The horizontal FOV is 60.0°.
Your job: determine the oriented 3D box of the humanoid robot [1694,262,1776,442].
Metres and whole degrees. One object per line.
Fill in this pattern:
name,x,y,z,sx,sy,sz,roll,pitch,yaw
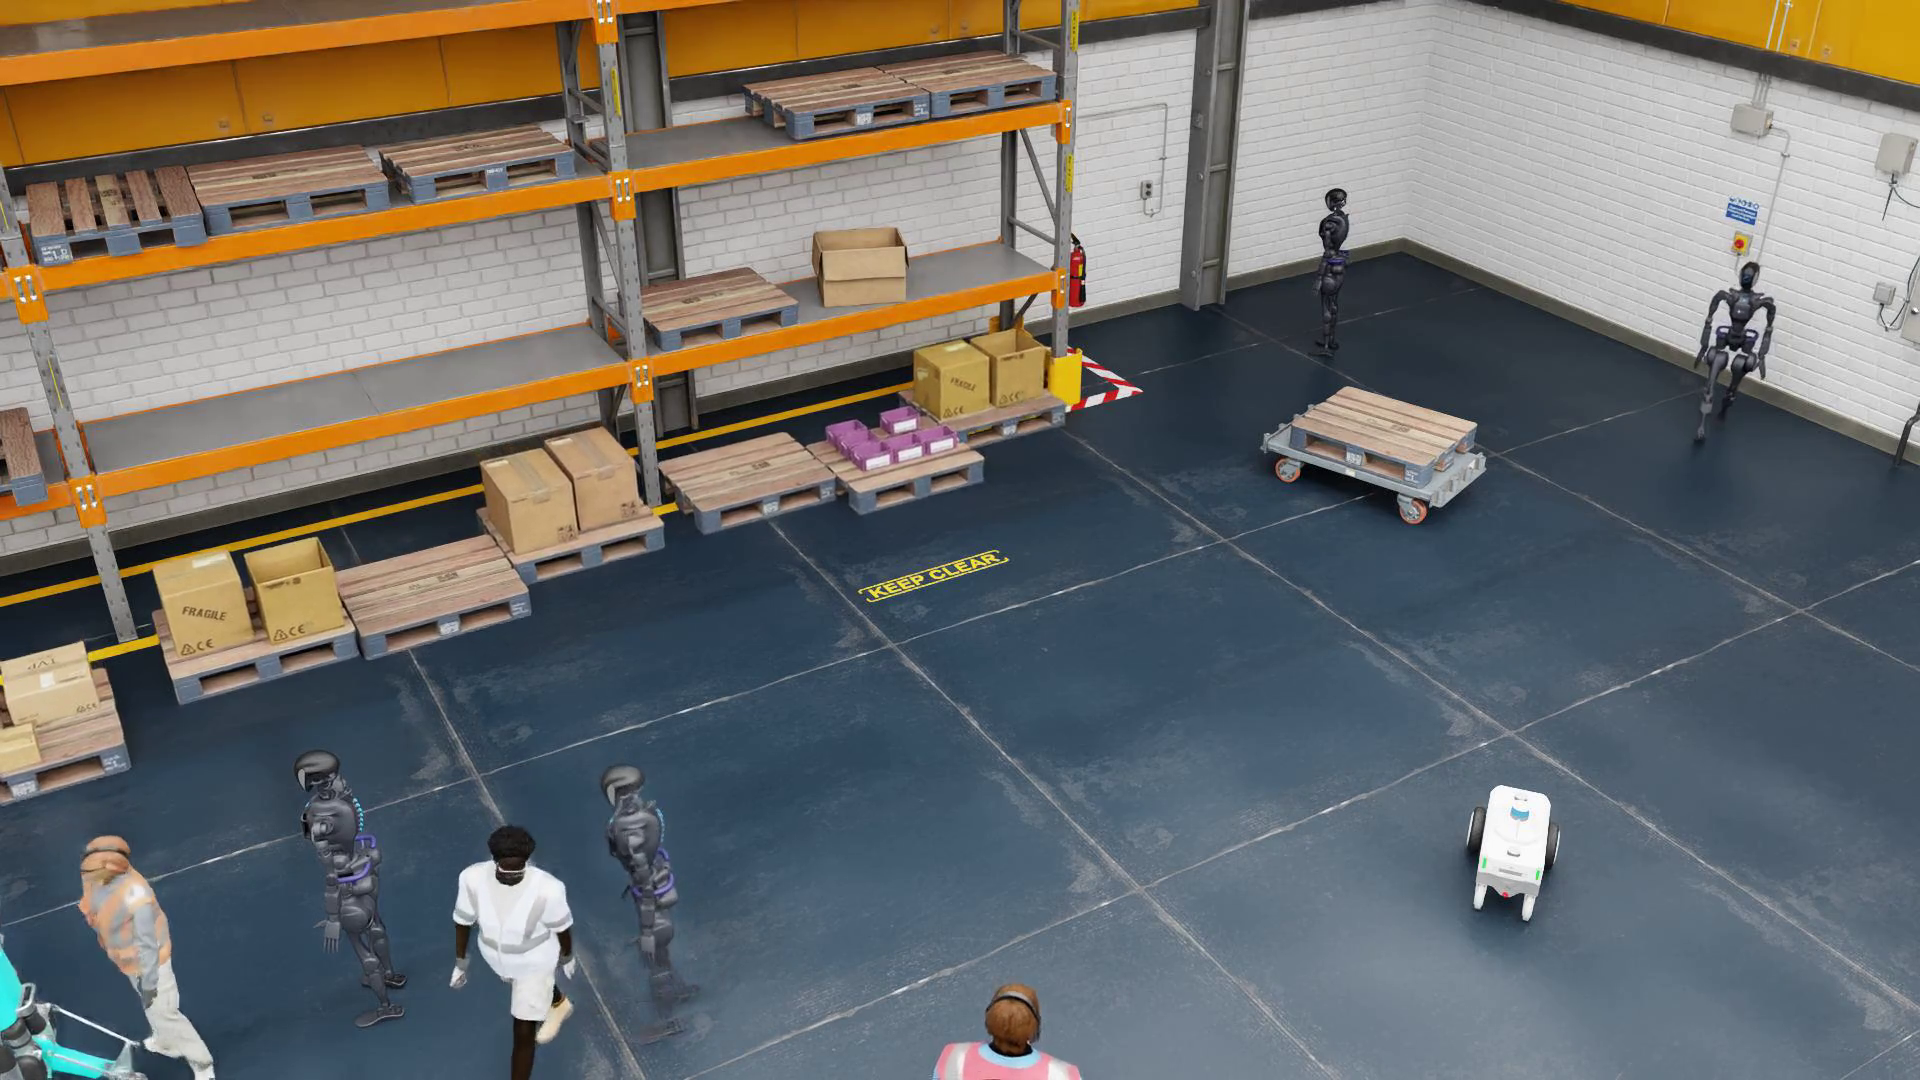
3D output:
humanoid robot,6.754,-1.643,14.506,0.589,1.625,0.785,14,32,23

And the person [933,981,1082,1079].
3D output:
person,0.210,2.563,6.857,0.619,1.835,0.432,9,31,15

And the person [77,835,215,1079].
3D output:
person,-3.997,2.005,8.065,0.616,1.608,0.328,24,37,36

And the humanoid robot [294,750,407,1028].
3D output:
humanoid robot,-3.099,1.751,8.430,0.315,1.657,0.599,-4,30,-7

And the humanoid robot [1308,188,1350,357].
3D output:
humanoid robot,3.590,-2.604,16.141,0.315,1.653,0.599,14,32,23

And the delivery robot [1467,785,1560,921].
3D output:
delivery robot,3.189,1.759,9.590,0.499,0.614,0.808,10,31,18

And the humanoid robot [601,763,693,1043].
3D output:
humanoid robot,-1.578,1.798,8.347,0.306,1.655,0.608,-9,31,-16

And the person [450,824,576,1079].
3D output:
person,-2.120,1.999,8.032,0.538,1.642,0.908,9,31,15

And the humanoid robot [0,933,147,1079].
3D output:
humanoid robot,-3.985,2.272,7.441,0.708,1.768,0.531,-10,31,-17
